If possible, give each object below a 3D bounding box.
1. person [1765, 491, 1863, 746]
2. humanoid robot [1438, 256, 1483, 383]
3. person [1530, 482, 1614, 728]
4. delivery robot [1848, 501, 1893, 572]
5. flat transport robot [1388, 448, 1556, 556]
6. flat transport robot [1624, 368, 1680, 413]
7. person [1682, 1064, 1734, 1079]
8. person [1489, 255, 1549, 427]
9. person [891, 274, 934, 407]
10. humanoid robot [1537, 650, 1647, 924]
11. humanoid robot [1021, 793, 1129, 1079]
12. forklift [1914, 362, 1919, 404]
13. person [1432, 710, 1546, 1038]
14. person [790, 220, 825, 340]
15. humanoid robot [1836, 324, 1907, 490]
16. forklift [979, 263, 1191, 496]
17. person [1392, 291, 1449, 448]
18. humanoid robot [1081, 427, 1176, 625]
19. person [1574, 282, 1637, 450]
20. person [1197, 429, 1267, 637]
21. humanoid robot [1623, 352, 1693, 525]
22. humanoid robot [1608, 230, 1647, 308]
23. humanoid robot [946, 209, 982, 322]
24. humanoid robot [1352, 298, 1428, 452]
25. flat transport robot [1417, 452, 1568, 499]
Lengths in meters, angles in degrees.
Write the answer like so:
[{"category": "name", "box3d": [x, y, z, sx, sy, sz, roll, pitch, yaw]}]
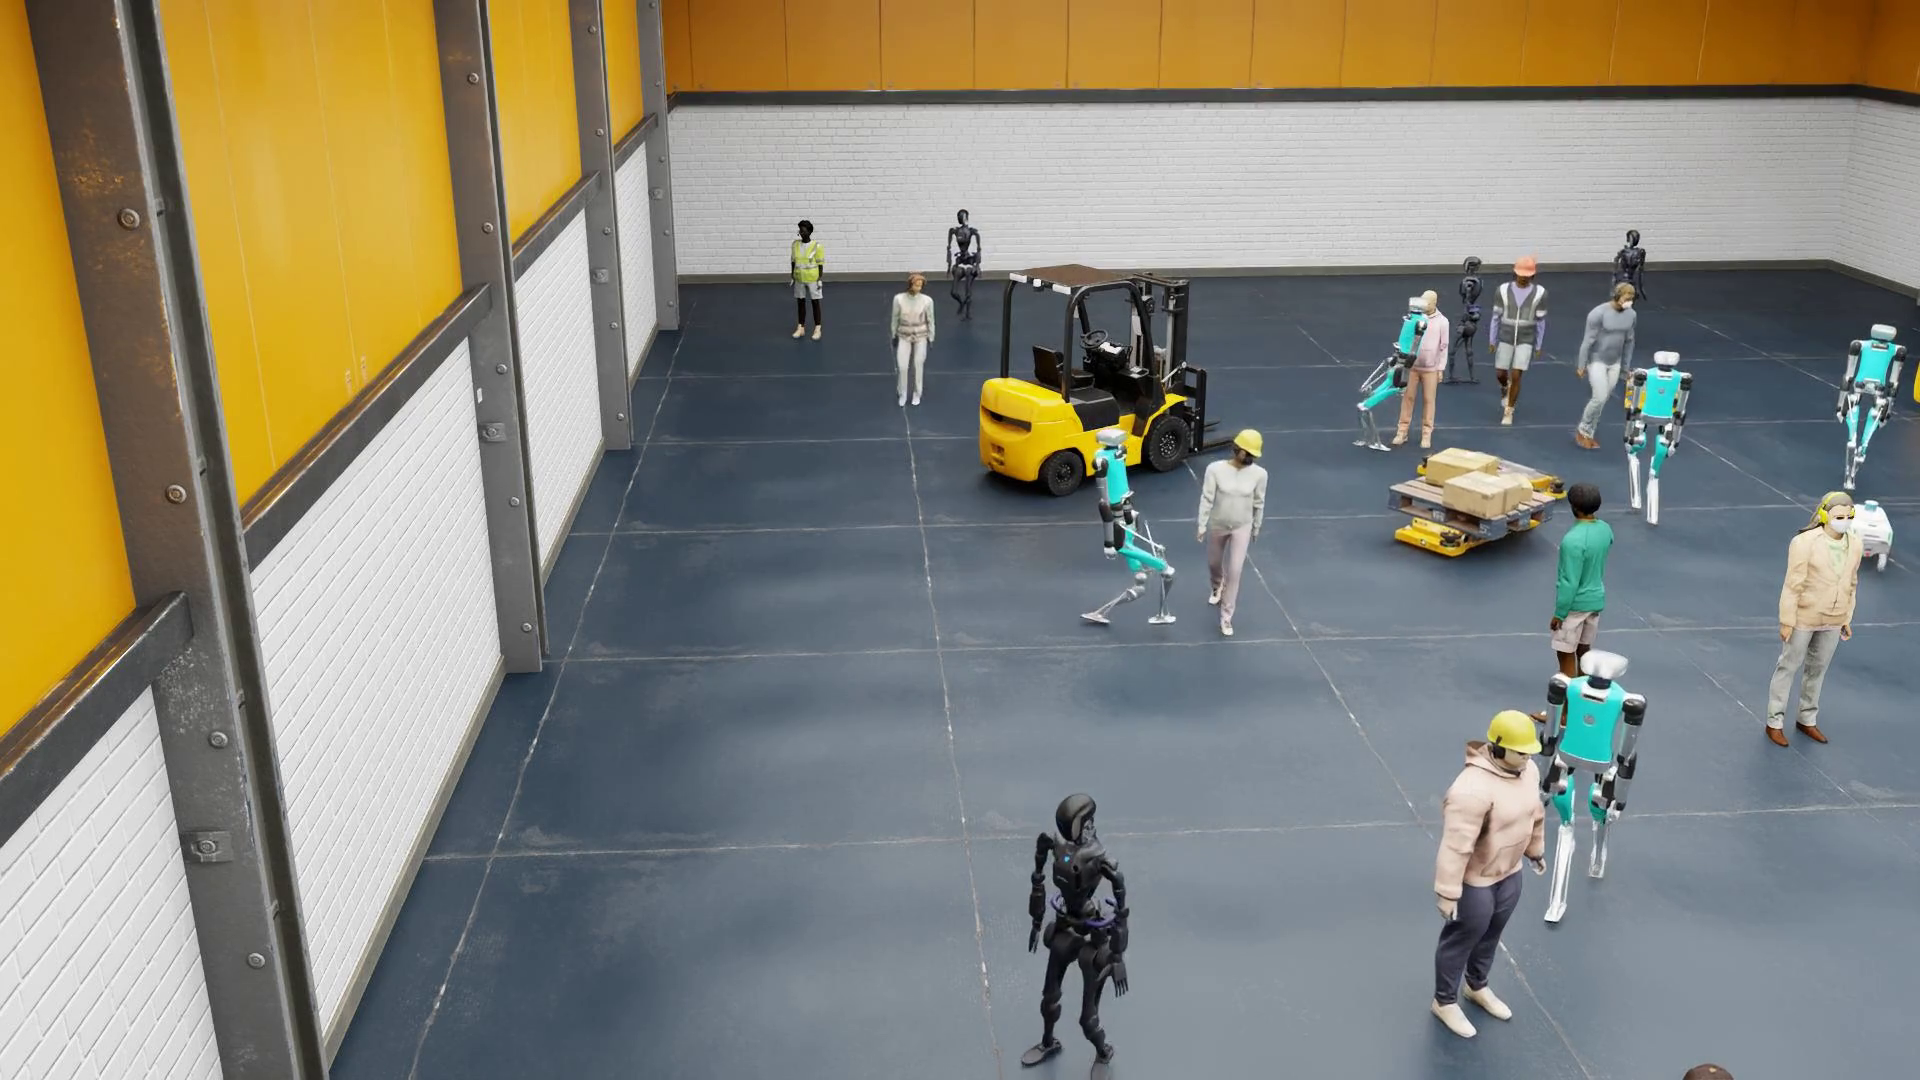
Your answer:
[{"category": "person", "box3d": [6.063, 0.546, 11.814, 0.553, 1.877, 0.411, -3, 20, -8]}, {"category": "humanoid robot", "box3d": [6.438, -2.812, 21.253, 0.564, 1.641, 0.584, 7, 21, 18]}, {"category": "person", "box3d": [4.470, 0.478, 12.035, 0.495, 1.849, 0.403, -15, 25, -36]}, {"category": "delivery robot", "box3d": [8.389, -0.073, 15.403, 0.499, 0.589, 0.784, 8, 21, 20]}, {"category": "flat transport robot", "box3d": [4.911, -0.159, 16.061, 1.431, 0.231, 0.659, -15, 25, -36]}, {"category": "flat transport robot", "box3d": [8.634, -1.854, 20.679, 0.659, 0.231, 1.431, 8, 22, 20]}, {"category": "person", "box3d": [2.619, 2.705, 6.098, 0.381, 1.764, 0.470, -18, 27, -40]}, {"category": "person", "box3d": [6.555, -2.372, 19.573, 0.609, 2.014, 0.680, 9, 22, 24]}, {"category": "person", "box3d": [-0.584, -2.413, 20.230, 0.539, 1.610, 0.500, 1, 20, 3]}, {"category": "humanoid robot", "box3d": [3.736, 1.365, 9.801, 0.556, 1.777, 0.961, 12, 23, 30]}, {"category": "humanoid robot", "box3d": [0.603, 1.955, 8.262, 0.608, 1.630, 0.399, 16, 25, 36]}, {"category": "forklift", "box3d": [12.602, -2.435, 19.475, 2.313, 2.155, 1.214, -1, 20, -4]}, {"category": "person", "box3d": [2.742, 1.710, 8.674, 0.790, 1.857, 0.453, -14, 24, -34]}, {"category": "person", "box3d": [-2.175, -3.698, 23.630, 0.531, 1.696, 0.319, 8, 22, 20]}, {"category": "humanoid robot", "box3d": [9.311, -1.291, 17.061, 0.554, 1.744, 1.047, 8, 22, 21]}, {"category": "forklift", "box3d": [1.315, -1.764, 17.646, 2.313, 2.155, 1.214, -14, 24, -33]}, {"category": "person", "box3d": [5.198, -1.929, 18.690, 0.525, 1.780, 0.404, 11, 23, 27]}, {"category": "humanoid robot", "box3d": [1.499, -0.028, 13.651, 0.989, 1.745, 0.532, 9, 22, 24]}, {"category": "person", "box3d": [7.195, -1.928, 18.495, 0.662, 1.910, 0.491, -8, 22, -21]}, {"category": "person", "box3d": [2.264, -0.135, 13.889, 0.543, 1.712, 0.803, 4, 20, 10]}, {"category": "humanoid robot", "box3d": [6.777, -1.029, 16.314, 0.543, 1.762, 0.931, 6, 21, 15]}, {"category": "humanoid robot", "box3d": [9.287, -3.522, 23.260, 0.615, 1.655, 0.744, -8, 22, -21]}, {"category": "humanoid robot", "box3d": [0.084, -4.084, 24.714, 0.589, 1.651, 0.372, 8, 22, 22]}, {"category": "humanoid robot", "box3d": [4.686, -1.791, 18.420, 0.838, 1.798, 0.601, -1, 20, -2]}, {"category": "flat transport robot", "box3d": [5.561, -0.653, 17.405, 0.659, 0.231, 1.431, -13, 24, -31]}]
